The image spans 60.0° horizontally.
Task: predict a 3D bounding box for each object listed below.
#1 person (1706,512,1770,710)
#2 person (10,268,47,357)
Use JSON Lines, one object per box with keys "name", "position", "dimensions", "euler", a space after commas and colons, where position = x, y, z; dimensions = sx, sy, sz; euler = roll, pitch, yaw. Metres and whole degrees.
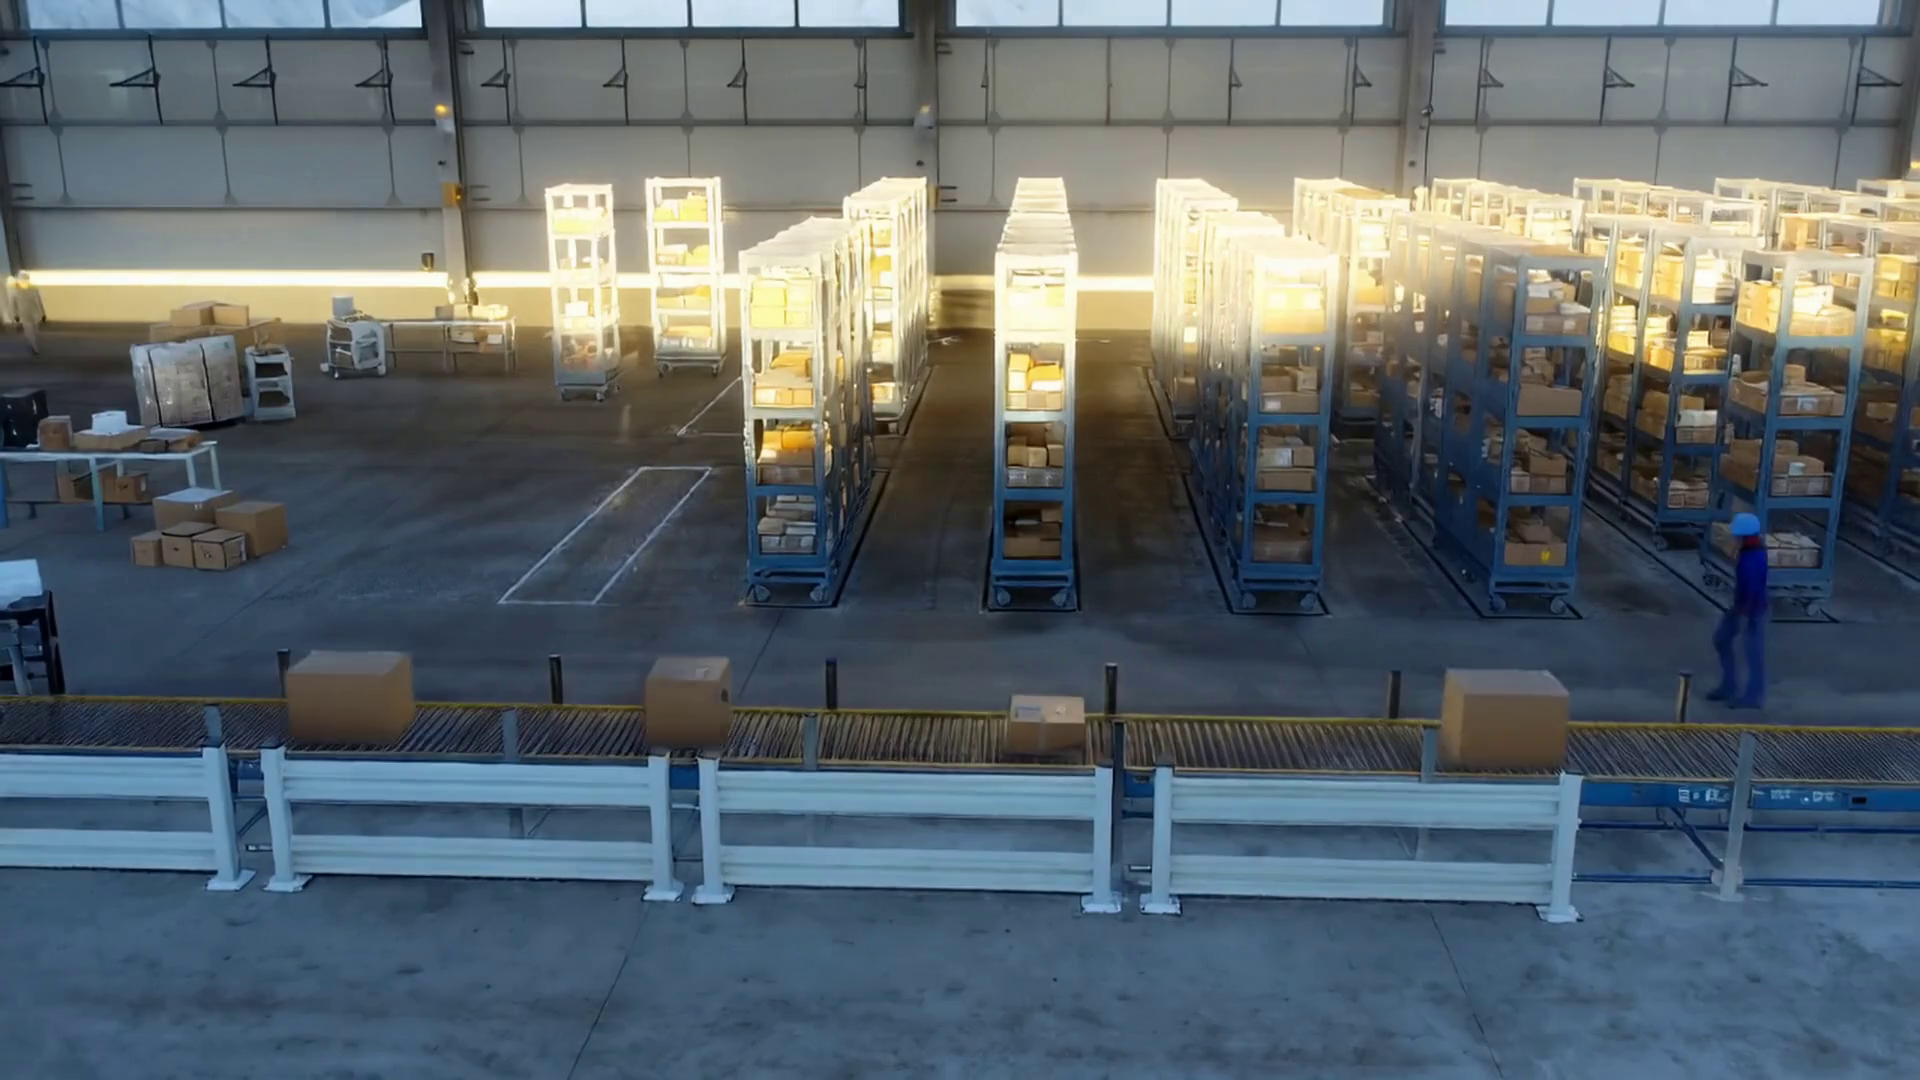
{"name": "person", "position": [6.602, 0.599, 14.029], "dimensions": [0.540, 1.725, 0.571], "euler": [3, 15, 10]}
{"name": "person", "position": [-18.363, -4.492, 32.903], "dimensions": [0.547, 1.735, 0.597], "euler": [9, 17, 30]}
